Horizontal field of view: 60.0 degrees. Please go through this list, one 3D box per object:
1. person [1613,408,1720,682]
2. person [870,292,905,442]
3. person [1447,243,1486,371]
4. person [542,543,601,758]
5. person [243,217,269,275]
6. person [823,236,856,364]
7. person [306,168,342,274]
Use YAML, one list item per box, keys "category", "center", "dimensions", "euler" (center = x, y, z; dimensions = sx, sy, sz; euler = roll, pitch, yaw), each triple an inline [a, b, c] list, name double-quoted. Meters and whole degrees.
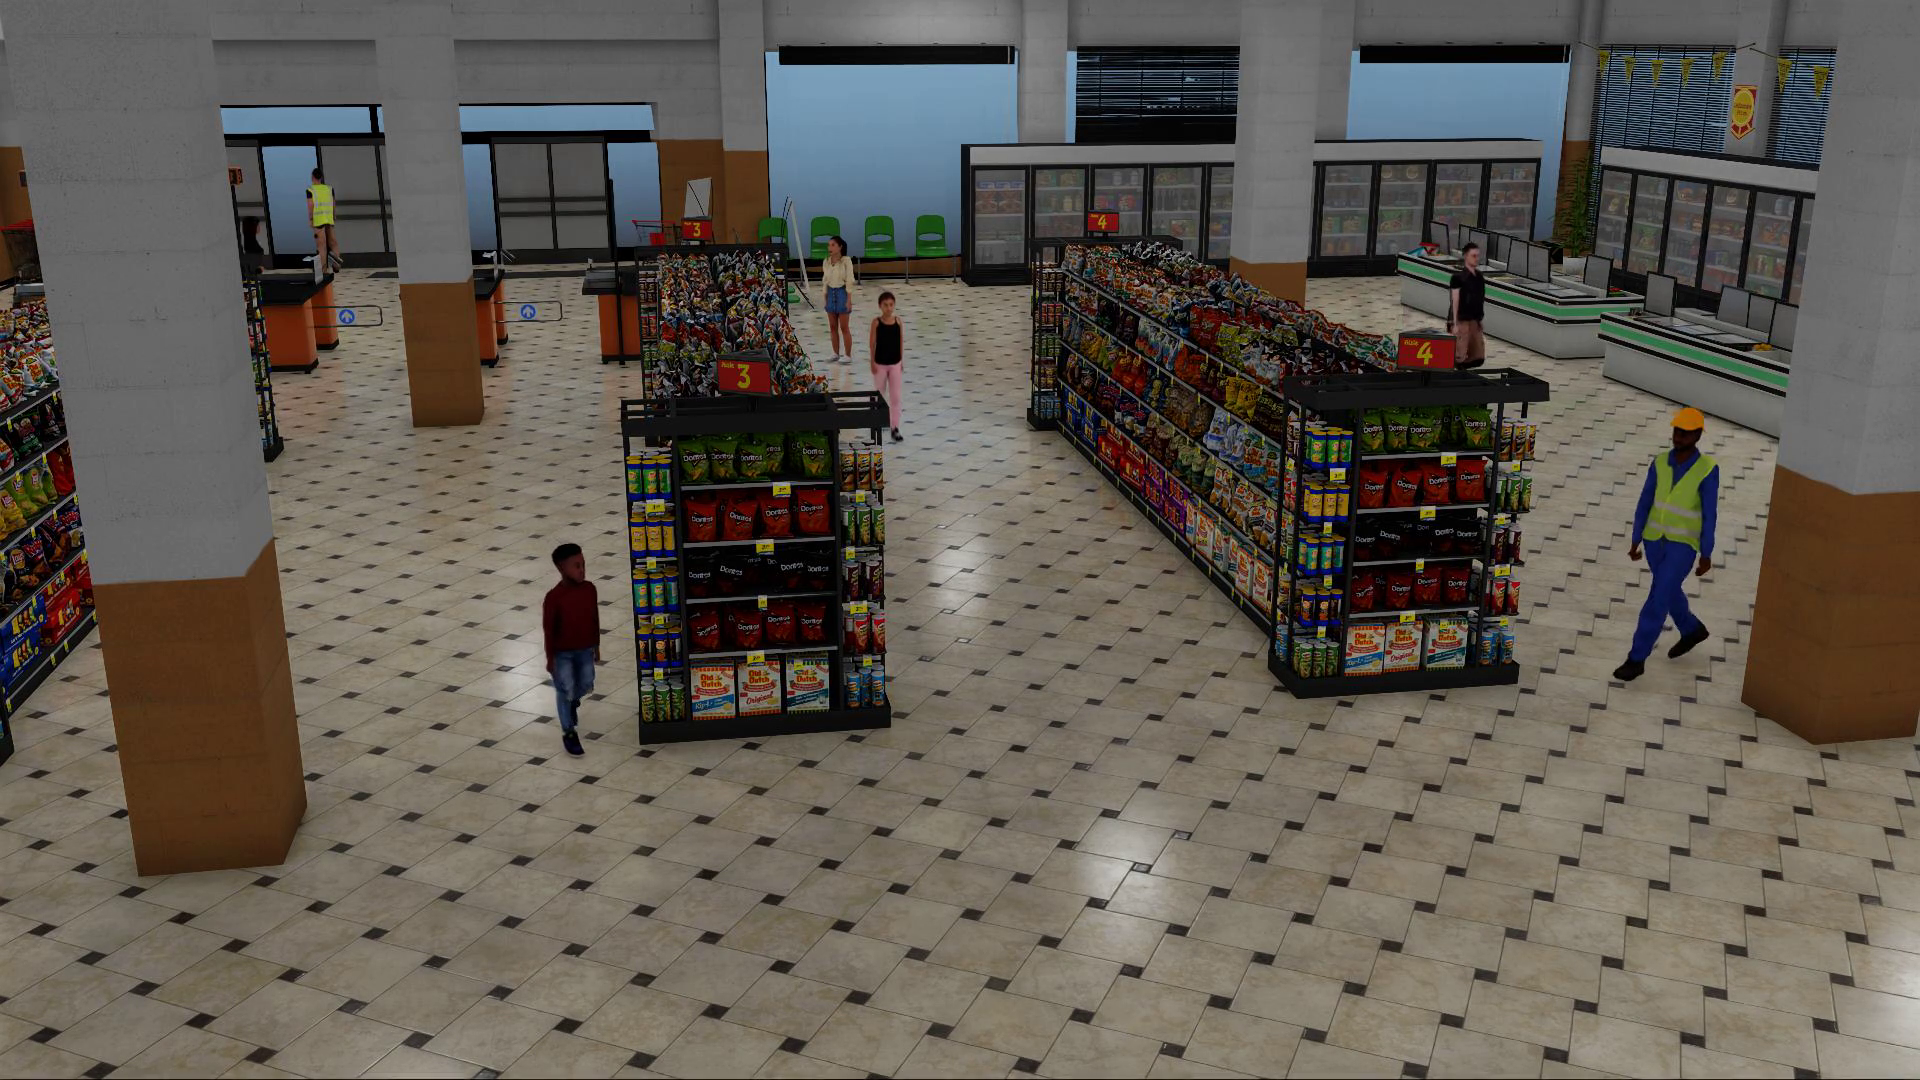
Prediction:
- category: "person"
  center: [4.716, 0.020, 10.870]
  dimensions: [1.063, 1.780, 1.251]
  euler: [-10, 20, -30]
- category: "person"
  center: [-0.781, -1.819, 17.333]
  dimensions: [0.617, 1.543, 0.995]
  euler: [-6, 18, -18]
- category: "person"
  center: [5.704, -2.479, 19.018]
  dimensions: [0.806, 1.828, 0.849]
  euler: [-10, 20, -31]
- category: "person"
  center: [-2.320, 0.620, 9.825]
  dimensions: [0.704, 1.240, 0.813]
  euler: [-13, 21, -37]
- category: "person"
  center: [-10.028, -3.701, 23.438]
  dimensions: [0.780, 1.597, 1.057]
  euler: [-7, 18, -21]
- category: "person"
  center: [-1.550, -3.091, 21.373]
  dimensions: [0.708, 1.631, 0.754]
  euler: [10, 20, 30]
- category: "person"
  center: [-11.275, -5.643, 29.406]
  dimensions: [0.917, 1.846, 0.861]
  euler: [13, 21, 36]
